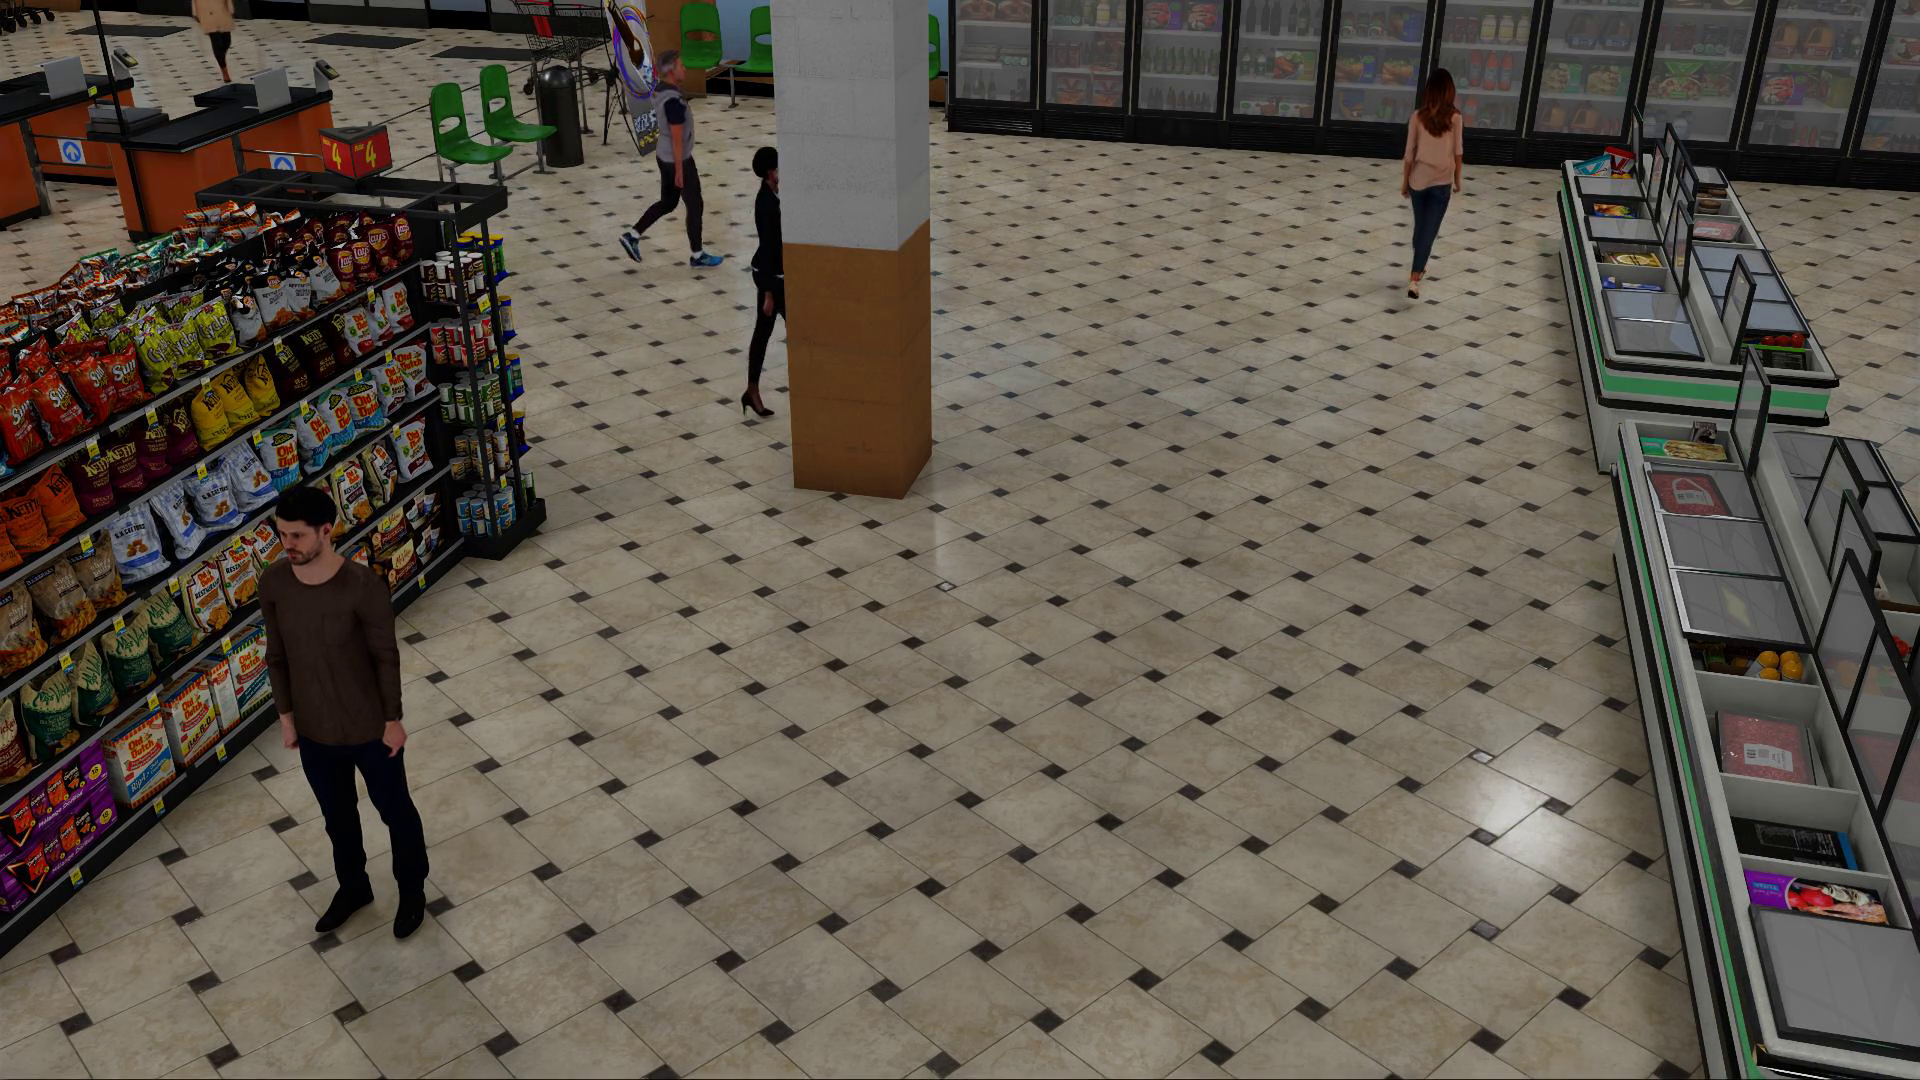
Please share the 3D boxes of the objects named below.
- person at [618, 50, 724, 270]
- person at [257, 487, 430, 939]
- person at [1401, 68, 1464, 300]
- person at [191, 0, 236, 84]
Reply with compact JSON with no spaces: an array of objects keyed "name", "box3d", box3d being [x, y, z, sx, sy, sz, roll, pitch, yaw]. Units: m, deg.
[{"name":"person","box3d":[-2.436,-3.097,13.702,1.151,1.809,1.124,-12,29,-22]},{"name":"person","box3d":[-2.294,0.652,6.224,0.681,1.887,0.601,3,27,5]},{"name":"person","box3d":[3.698,-2.756,13.101,0.759,1.746,1.220,13,29,23]},{"name":"person","box3d":[-9.310,-6.575,20.719,0.965,1.666,1.032,-14,30,-25]}]
